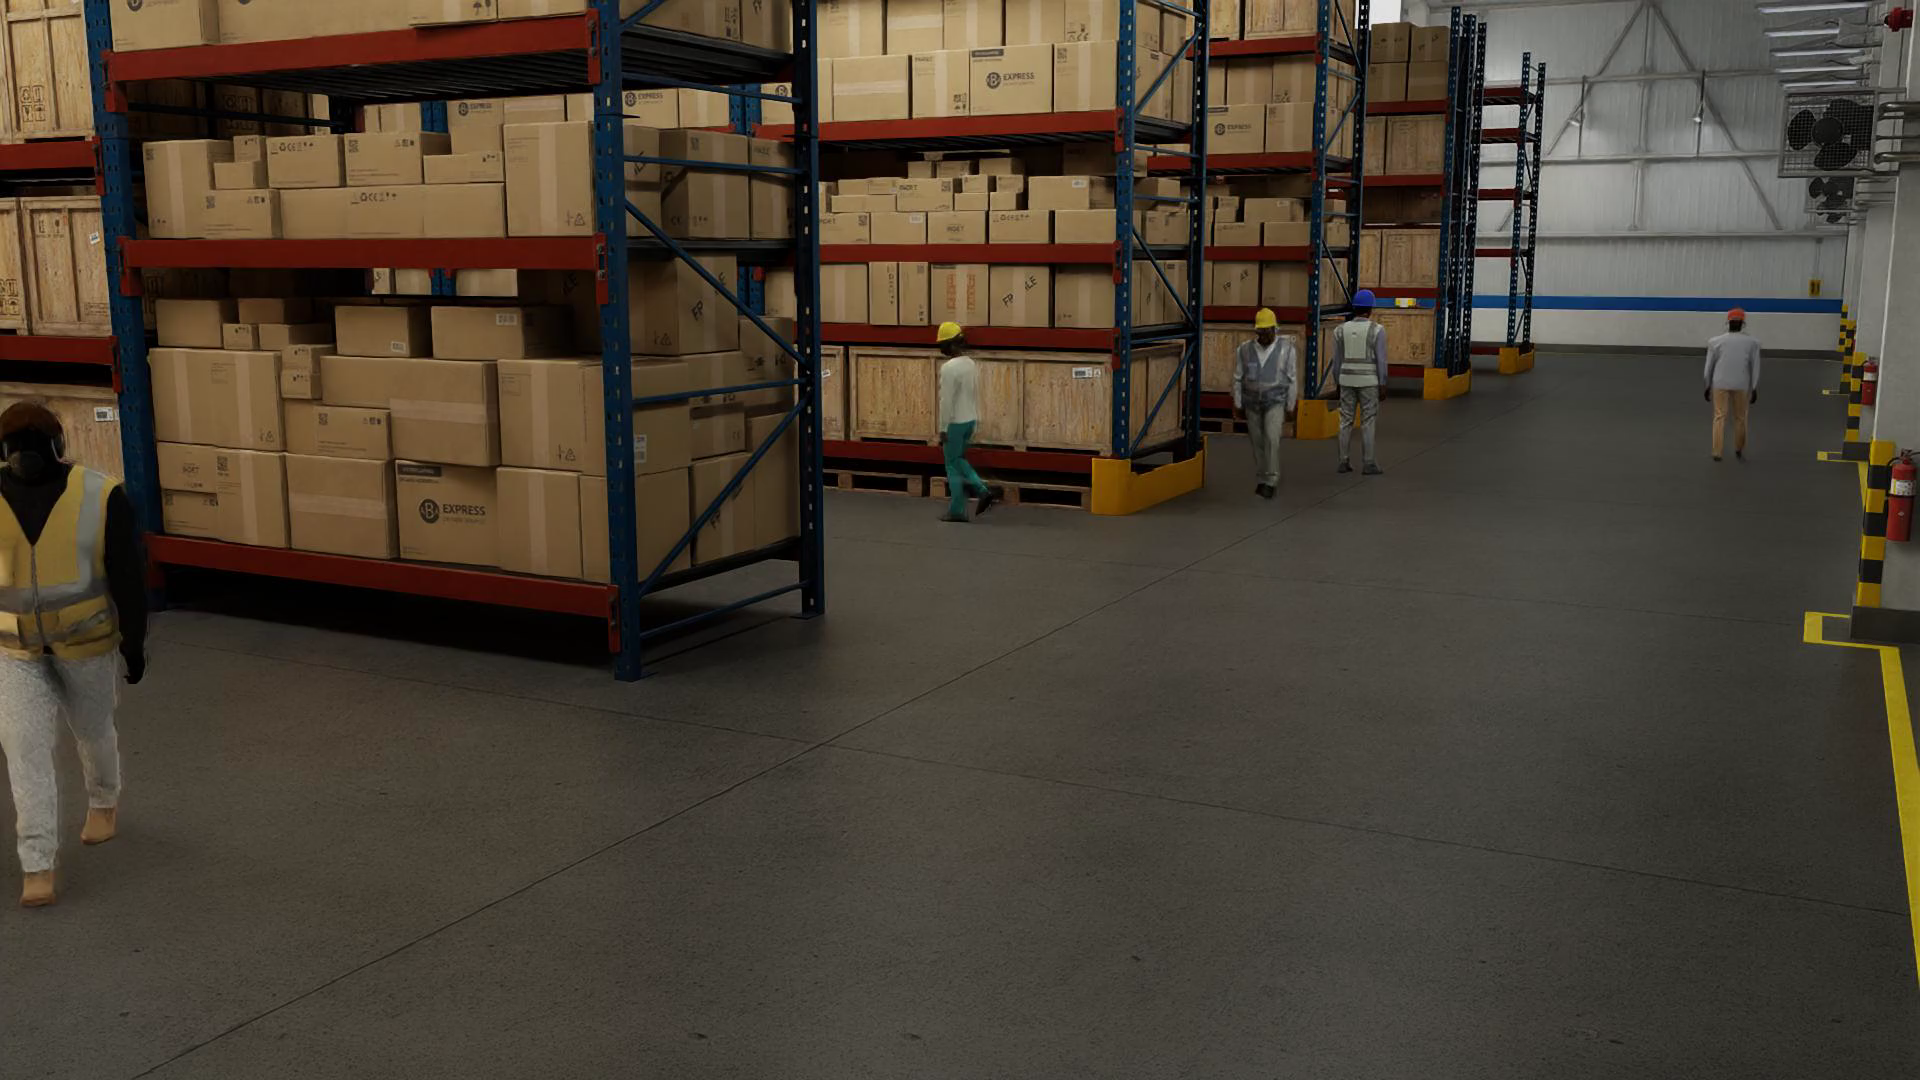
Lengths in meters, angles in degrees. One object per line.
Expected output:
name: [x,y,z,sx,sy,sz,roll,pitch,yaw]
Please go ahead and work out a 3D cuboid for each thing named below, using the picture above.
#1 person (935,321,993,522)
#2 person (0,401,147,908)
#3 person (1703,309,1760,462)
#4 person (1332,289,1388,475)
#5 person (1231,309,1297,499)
person: [-0.012,-1.016,14.397,0.442,1.744,0.533,6,11,30]
person: [-3.399,0.368,6.263,0.639,1.801,0.944,-4,10,-20]
person: [8.704,-1.744,18.784,0.573,1.704,0.878,5,11,25]
person: [4.221,-1.659,17.546,0.604,1.949,0.389,8,12,38]
person: [2.870,-1.287,15.827,0.593,1.792,0.864,4,11,21]
